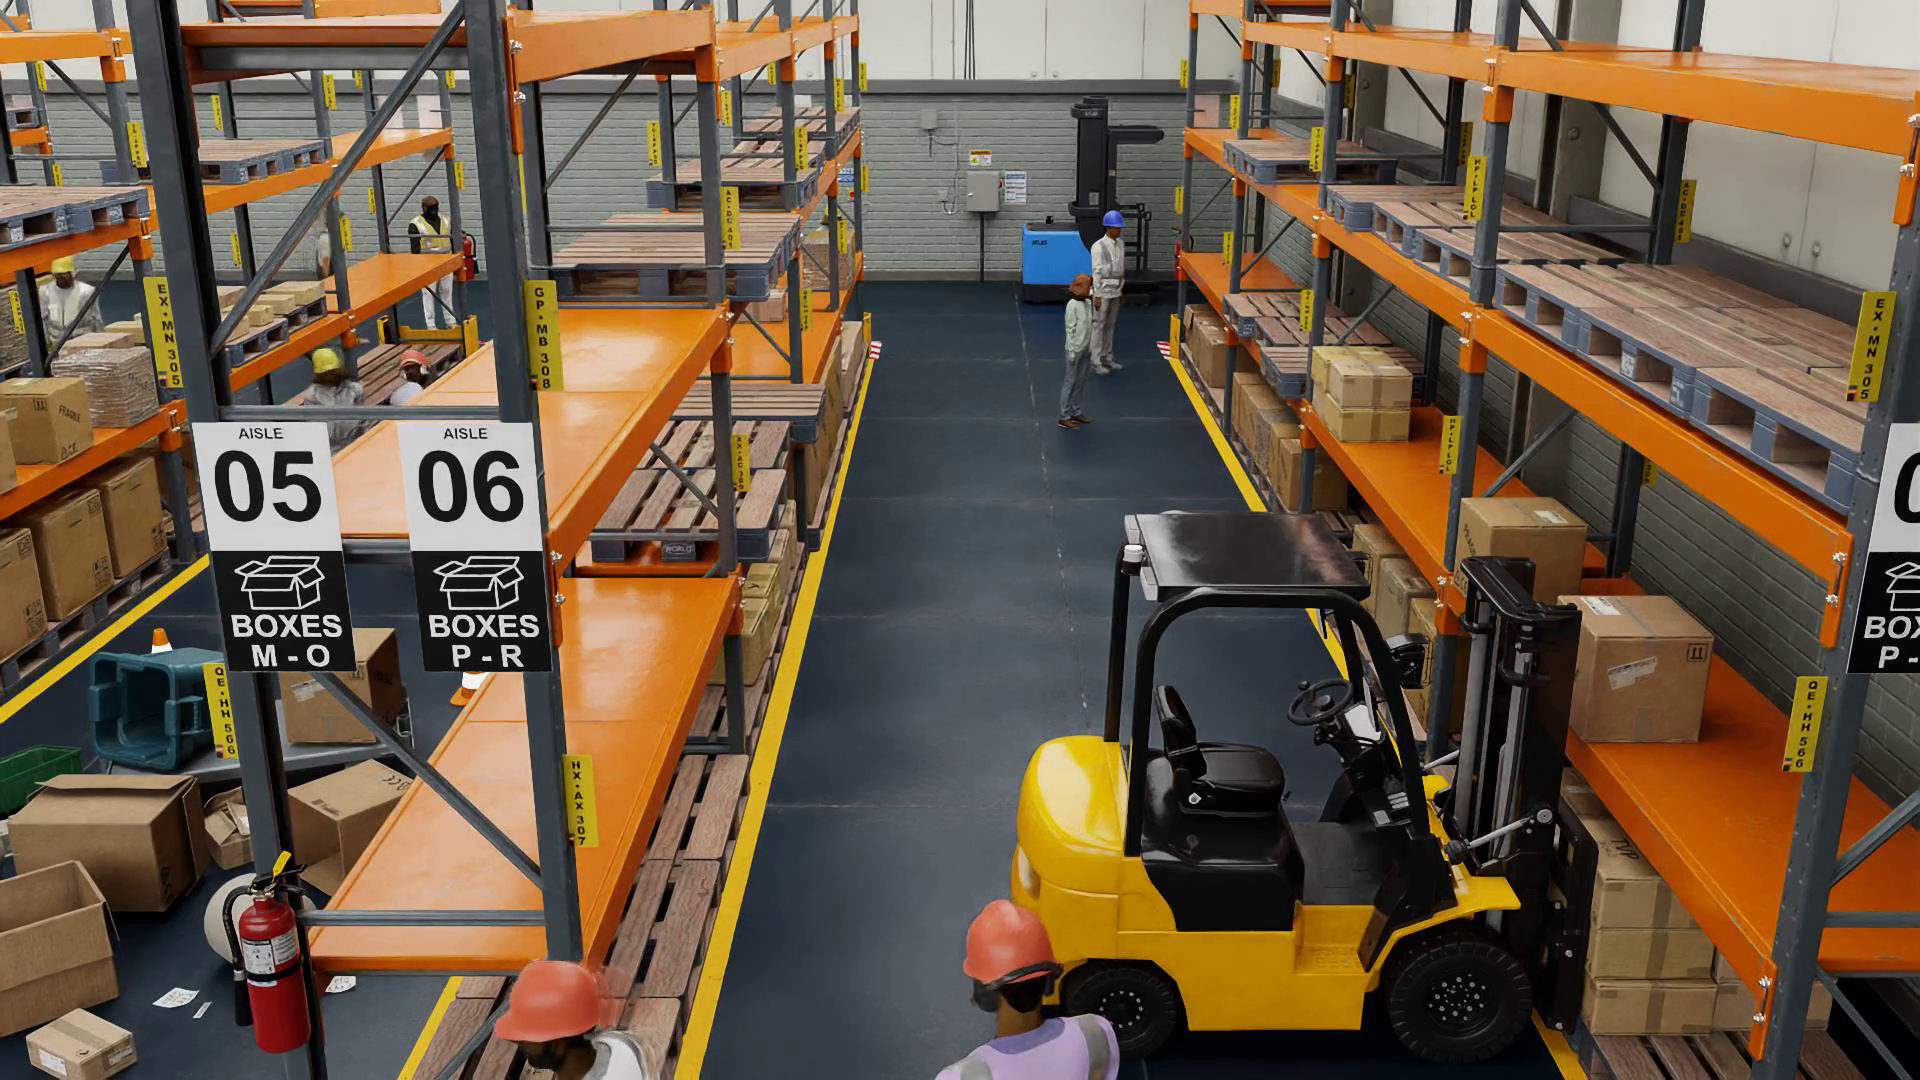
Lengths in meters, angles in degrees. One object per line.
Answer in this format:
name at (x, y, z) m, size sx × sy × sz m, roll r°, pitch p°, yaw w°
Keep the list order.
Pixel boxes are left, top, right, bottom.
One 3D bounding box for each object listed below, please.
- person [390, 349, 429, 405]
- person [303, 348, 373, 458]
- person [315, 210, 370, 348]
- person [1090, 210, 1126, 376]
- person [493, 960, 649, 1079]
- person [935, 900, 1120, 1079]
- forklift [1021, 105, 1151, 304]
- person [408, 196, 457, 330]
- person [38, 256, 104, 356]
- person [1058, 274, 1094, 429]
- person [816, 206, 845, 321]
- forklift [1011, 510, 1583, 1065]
person at (-4.300, -0.646, 13.285) m, size 0.417 × 1.703 × 0.707 m, roll -15°, pitch 23°, yaw -37°
person at (-4.988, -0.709, 13.453) m, size 0.522 × 1.726 × 0.326 m, roll -10°, pitch 21°, yaw -28°
person at (-8.164, -3.360, 21.390) m, size 0.827 × 1.795 × 0.531 m, roll 0°, pitch 18°, yaw 0°
person at (1.782, -2.964, 19.915) m, size 0.402 × 1.949 × 0.605 m, roll 14°, pitch 23°, yaw 36°
person at (-1.027, 2.059, 4.846) m, size 0.955 × 1.875 × 0.551 m, roll -2°, pitch 18°, yaw -6°
person at (0.156, 1.980, 4.834) m, size 0.605 × 2.033 × 0.391 m, roll -11°, pitch 21°, yaw -31°
forklift at (1.857, -4.944, 24.441) m, size 1.873 × 2.768 × 1.129 m, roll 0°, pitch 18°, yaw 0°
person at (-7.021, -3.680, 22.266) m, size 0.430 × 1.835 × 0.632 m, roll 16°, pitch 24°, yaw 39°
person at (-9.472, -2.170, 17.774) m, size 0.582 × 1.796 × 0.931 m, roll -3°, pitch 19°, yaw -9°
person at (1.241, -1.989, 17.480) m, size 0.289 × 1.629 × 0.498 m, roll 11°, pitch 21°, yaw 30°
person at (-1.695, -3.624, 22.253) m, size 0.487 × 1.737 × 0.320 m, roll -8°, pitch 20°, yaw -23°
forklift at (1.387, 1.055, 7.378) m, size 2.313 × 2.155 × 1.214 m, roll 0°, pitch 18°, yaw 0°
